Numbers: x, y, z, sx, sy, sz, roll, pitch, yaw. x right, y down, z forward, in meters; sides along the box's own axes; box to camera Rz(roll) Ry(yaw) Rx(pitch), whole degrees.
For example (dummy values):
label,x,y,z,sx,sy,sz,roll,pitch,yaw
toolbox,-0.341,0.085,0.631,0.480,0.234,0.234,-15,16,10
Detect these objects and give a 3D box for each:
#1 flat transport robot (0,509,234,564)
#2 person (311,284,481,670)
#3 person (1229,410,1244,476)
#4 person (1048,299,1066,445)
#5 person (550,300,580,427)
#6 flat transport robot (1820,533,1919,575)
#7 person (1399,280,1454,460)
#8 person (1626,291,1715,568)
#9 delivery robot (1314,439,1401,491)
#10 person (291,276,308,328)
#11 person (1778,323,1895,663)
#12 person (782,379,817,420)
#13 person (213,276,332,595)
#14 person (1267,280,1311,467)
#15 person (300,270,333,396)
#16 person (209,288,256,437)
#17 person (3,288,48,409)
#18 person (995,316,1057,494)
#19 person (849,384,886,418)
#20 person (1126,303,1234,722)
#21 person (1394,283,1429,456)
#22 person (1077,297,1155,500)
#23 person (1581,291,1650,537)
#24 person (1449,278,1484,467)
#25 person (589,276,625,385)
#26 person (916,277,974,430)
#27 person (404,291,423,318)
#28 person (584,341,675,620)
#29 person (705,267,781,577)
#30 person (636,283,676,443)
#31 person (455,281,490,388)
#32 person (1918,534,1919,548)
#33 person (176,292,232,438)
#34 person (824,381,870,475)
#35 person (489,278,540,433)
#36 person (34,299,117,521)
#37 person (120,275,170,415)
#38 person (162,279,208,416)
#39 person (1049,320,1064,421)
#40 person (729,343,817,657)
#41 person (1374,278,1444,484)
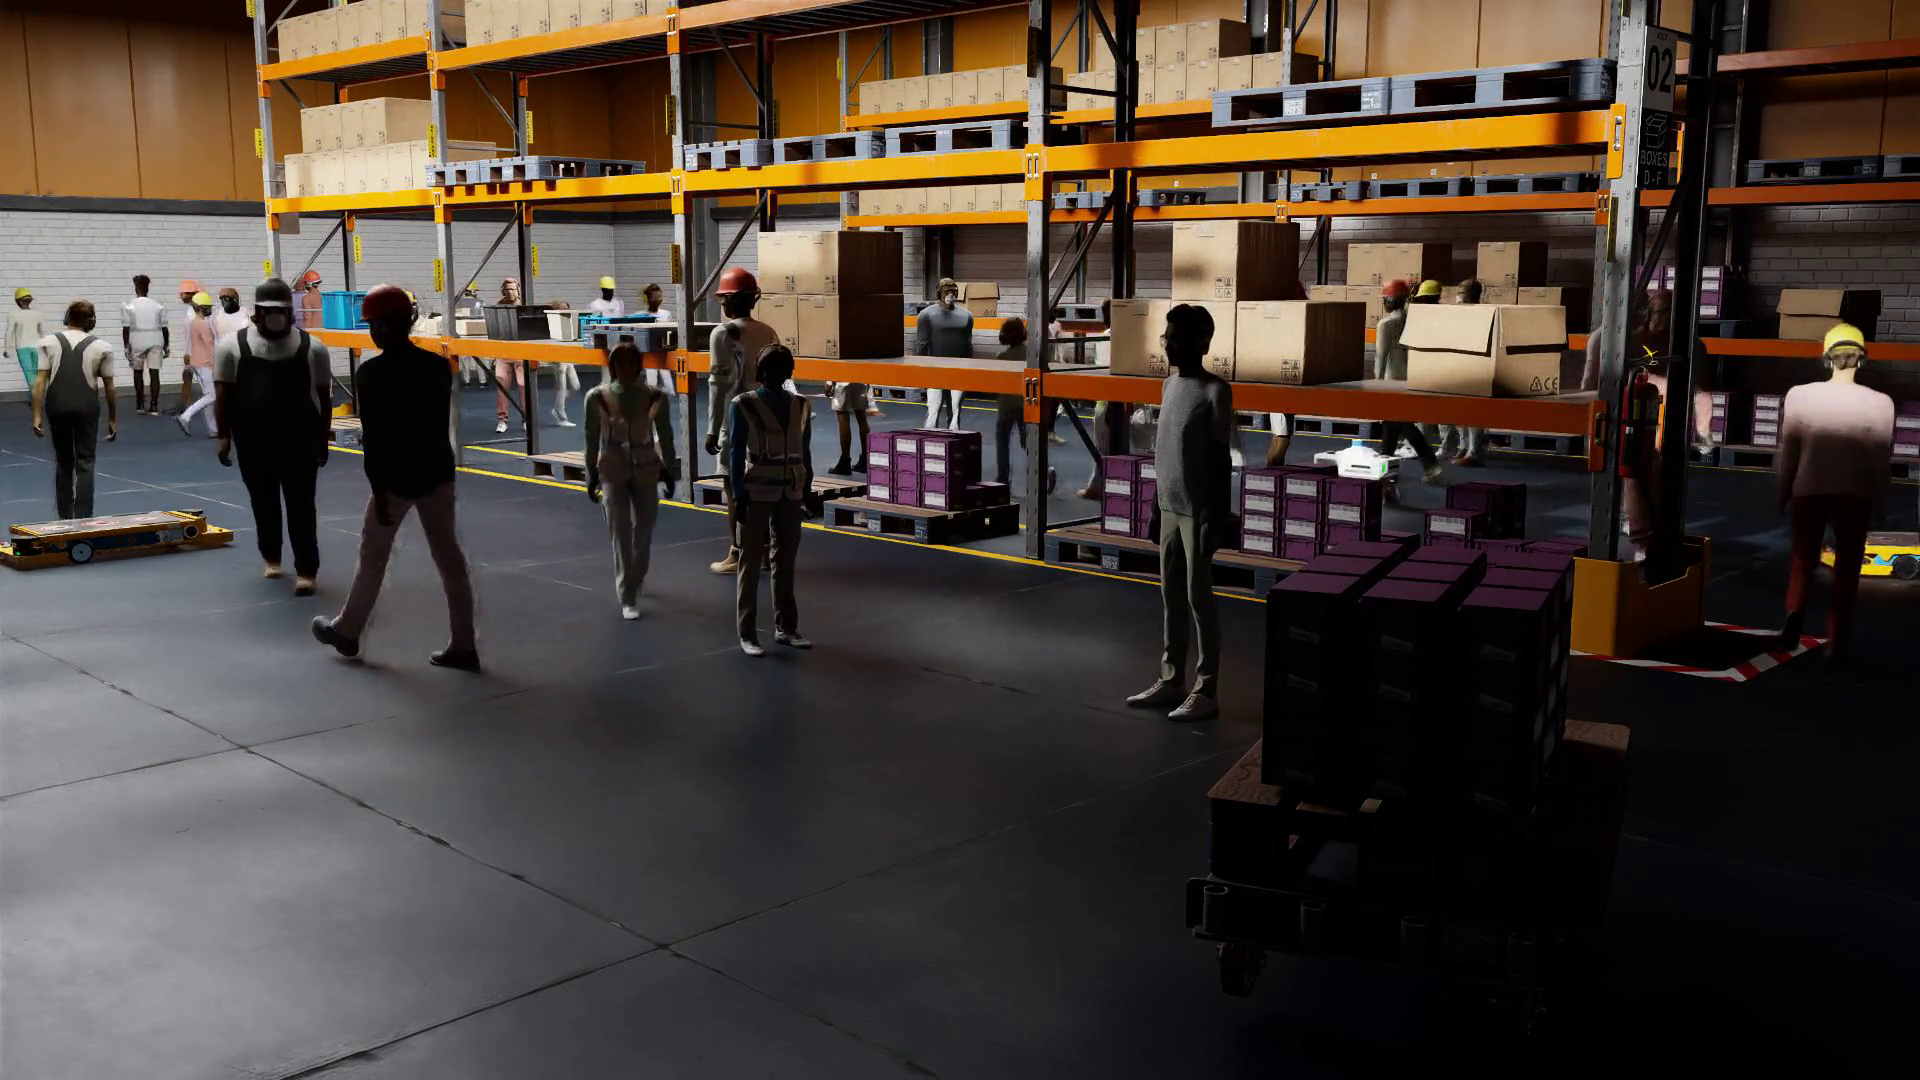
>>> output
label,x,y,z,sx,sy,sz,roll,pitch,yaw
flat transport robot,-6.031,-0.036,11.842,0.652,0.197,1.431,9,13,44
person,-2.879,-0.319,8.477,1.047,1.934,0.641,6,11,32
person,2.518,-1.548,16.446,0.602,1.789,0.882,-8,12,-41
person,0.996,-1.882,18.857,0.596,1.672,0.533,2,10,14
person,-5.074,-2.250,21.280,0.339,1.619,0.501,2,9,13
flat transport robot,6.516,0.094,11.046,1.431,0.197,0.652,2,9,10
person,4.946,-1.790,17.615,0.728,1.900,0.591,2,9,11
person,4.753,-0.741,11.283,0.666,1.861,0.944,1,9,5
delivery robot,3.420,-0.626,14.310,0.707,0.478,0.477,8,12,41
person,-10.628,-3.316,26.939,0.651,1.913,0.409,0,9,0
person,4.442,-0.228,8.481,0.541,1.741,0.481,7,12,39
person,-2.207,-2.421,21.649,0.972,1.833,0.599,6,11,31
person,-4.353,-0.713,10.583,0.689,2.000,1.033,-3,10,-19
person,2.738,-1.211,13.944,0.350,1.941,0.545,1,9,6
person,-10.146,-3.230,26.162,0.404,1.994,0.624,2,9,12
person,-8.757,-2.142,20.117,0.632,1.791,0.952,-1,9,-6
person,-13.561,-2.762,24.076,0.787,1.736,0.539,6,11,31
person,0.541,-1.176,14.749,0.503,1.609,0.675,-7,12,-37
person,-1.340,-2.628,22.738,0.871,1.916,0.638,8,12,40
person,1.007,-0.125,7.498,0.329,1.873,0.508,-5,11,-29
person,4.909,-1.836,17.991,0.514,1.872,0.328,-7,11,-36
person,1.415,-1.182,14.241,0.623,1.804,0.971,-6,11,-33
person,4.982,-0.922,12.336,0.678,1.877,0.564,1,9,8
person,5.149,-1.692,16.910,0.489,1.926,0.640,2,10,14
person,-5.376,-3.069,25.410,0.613,1.914,0.489,-9,13,-43
person,-0.138,-1.702,16.962,0.631,1.940,0.372,-5,10,-26
person,-7.227,-2.400,21.861,0.320,1.739,0.489,9,13,43
person,-1.962,-0.383,9.875,0.525,1.612,0.786,-3,10,-18
person,-1.453,-0.778,11.023,0.396,2.039,0.607,6,11,34
person,-3.549,-2.051,19.328,0.543,1.862,0.465,-9,13,-44
person,-8.295,-3.489,28.254,0.591,1.829,0.404,0,9,2
person,4.564,-0.086,7.252,0.674,1.873,0.436,2,10,14
person,-8.984,-2.056,19.676,0.581,1.749,0.542,-8,12,-39
person,-1.114,-1.606,16.370,0.547,1.939,0.376,-8,12,-39
person,-5.522,-2.278,20.593,0.643,1.908,0.399,-3,10,-15
person,-6.684,-0.914,12.593,0.549,1.786,0.664,-3,10,-19
person,-11.357,-2.718,23.192,0.618,1.928,0.868,-6,11,-33
person,-10.415,-2.631,22.832,1.037,1.884,0.556,-3,10,-20
person,1.113,-2.321,21.713,0.516,1.616,0.360,-7,11,-36
person,-0.989,-0.213,8.766,0.512,1.634,0.312,-8,12,-39
person,4.248,-1.505,15.779,0.633,1.949,0.981,-8,12,-39
